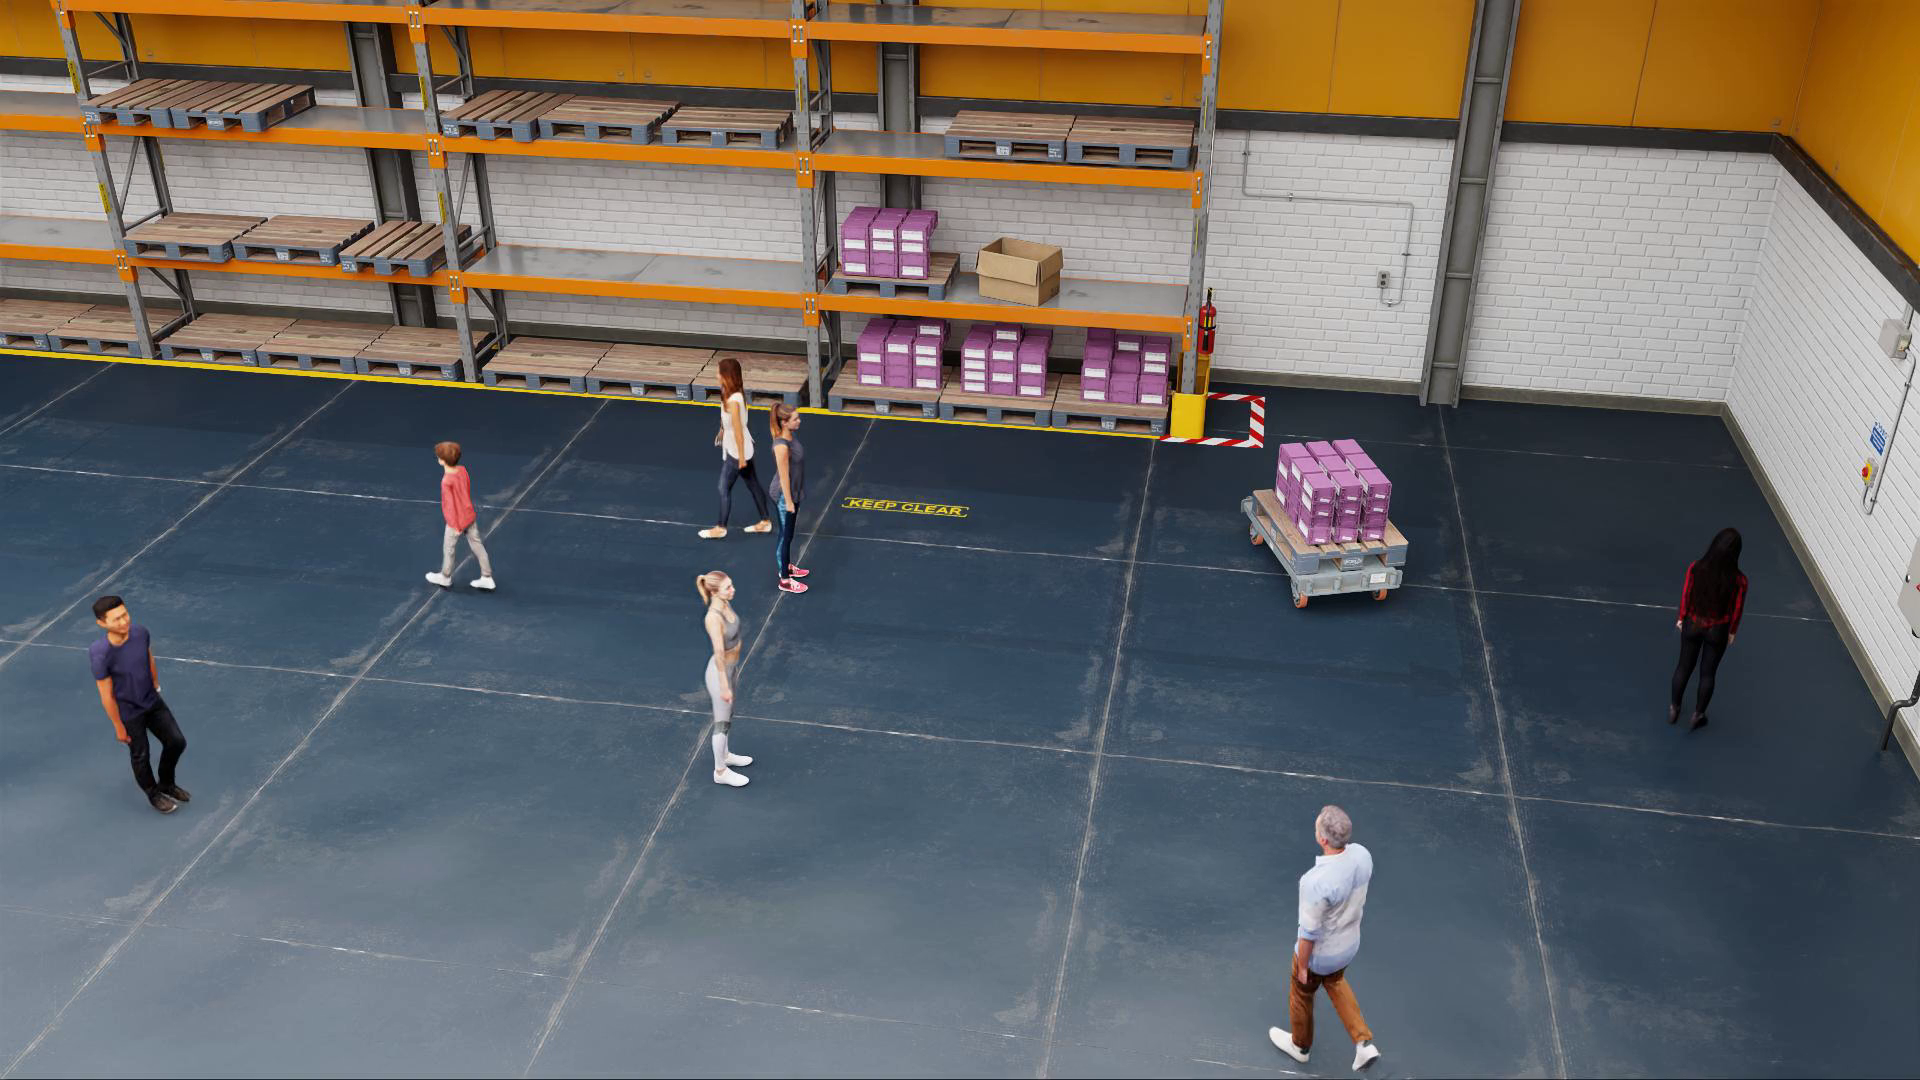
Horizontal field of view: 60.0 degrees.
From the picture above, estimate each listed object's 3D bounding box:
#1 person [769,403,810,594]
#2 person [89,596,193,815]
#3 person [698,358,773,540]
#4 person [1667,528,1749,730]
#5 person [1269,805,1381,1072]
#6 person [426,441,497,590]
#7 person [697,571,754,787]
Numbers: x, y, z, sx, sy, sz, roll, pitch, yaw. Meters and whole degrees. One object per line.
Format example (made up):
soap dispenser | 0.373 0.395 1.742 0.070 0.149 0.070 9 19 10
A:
person | -1.495 -0.389 14.390 0.568 1.722 0.596 1 29 2
person | -5.771 1.137 11.533 0.710 1.779 0.725 14 31 23
person | -1.915 -0.825 15.151 0.963 1.759 0.743 -1 29 -2
person | 5.616 0.672 12.516 0.588 1.655 0.720 18 33 30
person | 2.133 2.302 9.366 0.989 1.810 1.062 -21 35 -33
person | -4.249 -0.181 14.352 0.879 1.393 0.612 11 30 19
person | -1.699 0.966 11.926 0.556 1.702 0.602 0 29 1
